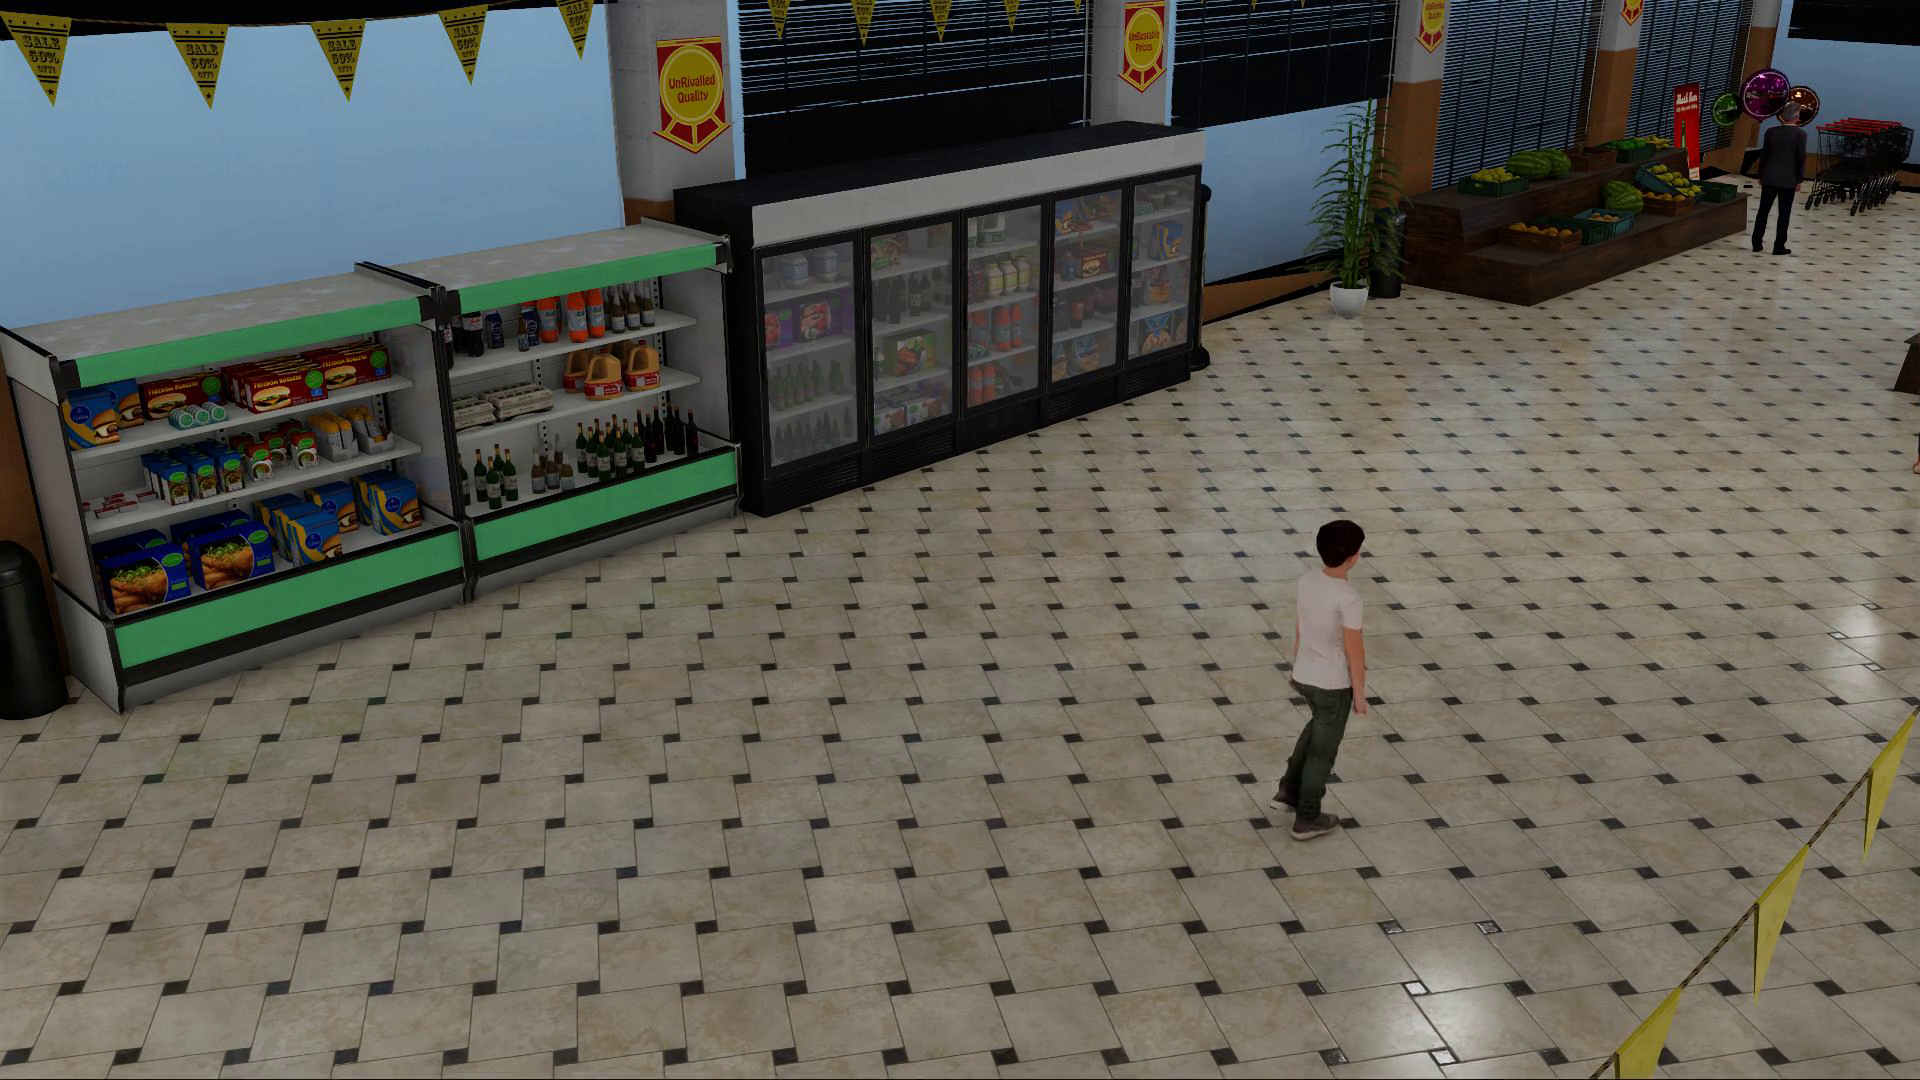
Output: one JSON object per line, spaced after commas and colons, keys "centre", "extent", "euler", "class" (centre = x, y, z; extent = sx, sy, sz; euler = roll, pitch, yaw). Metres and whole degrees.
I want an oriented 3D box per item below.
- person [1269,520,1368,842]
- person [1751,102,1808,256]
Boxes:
{"centre": [1.672, 0.703, 7.919], "extent": [0.730, 1.643, 0.664], "euler": [-10, 24, -24], "class": "person"}
{"centre": [10.125, -4.466, 20.517], "extent": [0.596, 1.842, 0.720], "euler": [-19, 28, -38], "class": "person"}
